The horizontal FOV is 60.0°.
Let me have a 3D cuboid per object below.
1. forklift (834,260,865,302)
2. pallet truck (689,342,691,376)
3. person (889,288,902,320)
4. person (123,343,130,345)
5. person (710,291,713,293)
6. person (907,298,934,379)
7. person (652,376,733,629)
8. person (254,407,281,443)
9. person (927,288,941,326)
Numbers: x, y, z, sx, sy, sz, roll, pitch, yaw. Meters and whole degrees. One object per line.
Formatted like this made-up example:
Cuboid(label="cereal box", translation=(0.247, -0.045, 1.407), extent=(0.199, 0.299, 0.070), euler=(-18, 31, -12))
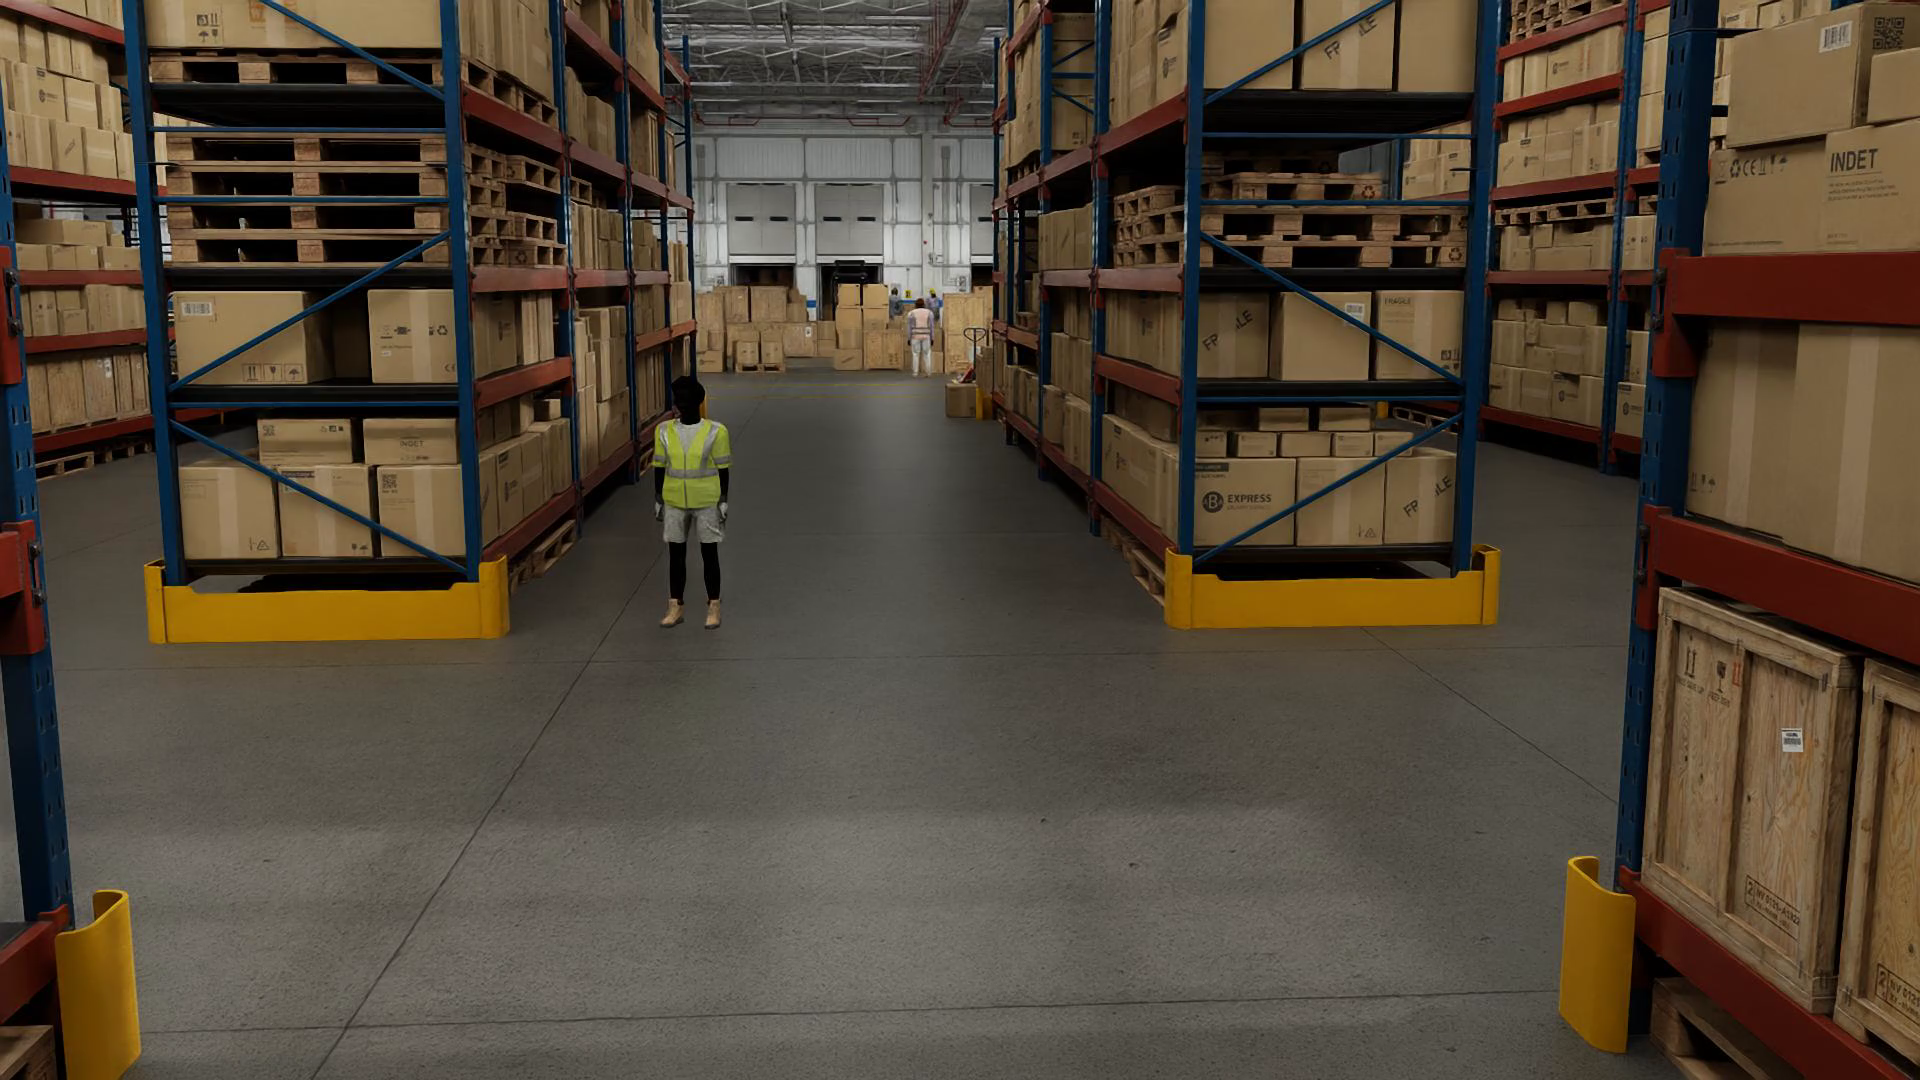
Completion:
Cuboid(label="forklift", translation=(-3.398, -7.256, 51.392), extent=(1.129, 2.768, 1.873), euler=(-1, 9, -4))
Cuboid(label="pallet truck", translation=(-5.225, -3.008, 27.480), extent=(1.885, 1.965, 0.823), euler=(2, 9, 14))
Cuboid(label="person", translation=(-2.300, -7.828, 57.976), extent=(0.634, 1.929, 0.381), euler=(3, 10, 21))
Cuboid(label="person", translation=(-23.282, -5.965, 46.506), extent=(0.543, 1.853, 0.409), euler=(-1, 9, -4))
Cuboid(label="person", translation=(-8.112, -7.162, 54.036), extent=(1.155, 1.863, 0.646), euler=(-5, 10, -27))
Cuboid(label="person", translation=(-0.901, -4.592, 37.922), extent=(0.634, 1.839, 0.429), euler=(-2, 9, -11))
Cuboid(label="person", translation=(-1.786, -0.245, 11.075), extent=(0.540, 1.695, 0.317), euler=(1, 9, 7))
Cuboid(label="person", translation=(-9.842, -2.342, 23.614), extent=(0.568, 1.888, 0.960), euler=(-1, 9, -4))
Cuboid(label="person", translation=(-0.950, -8.413, 61.727), extent=(0.588, 1.896, 0.430), euler=(-6, 11, -33))
